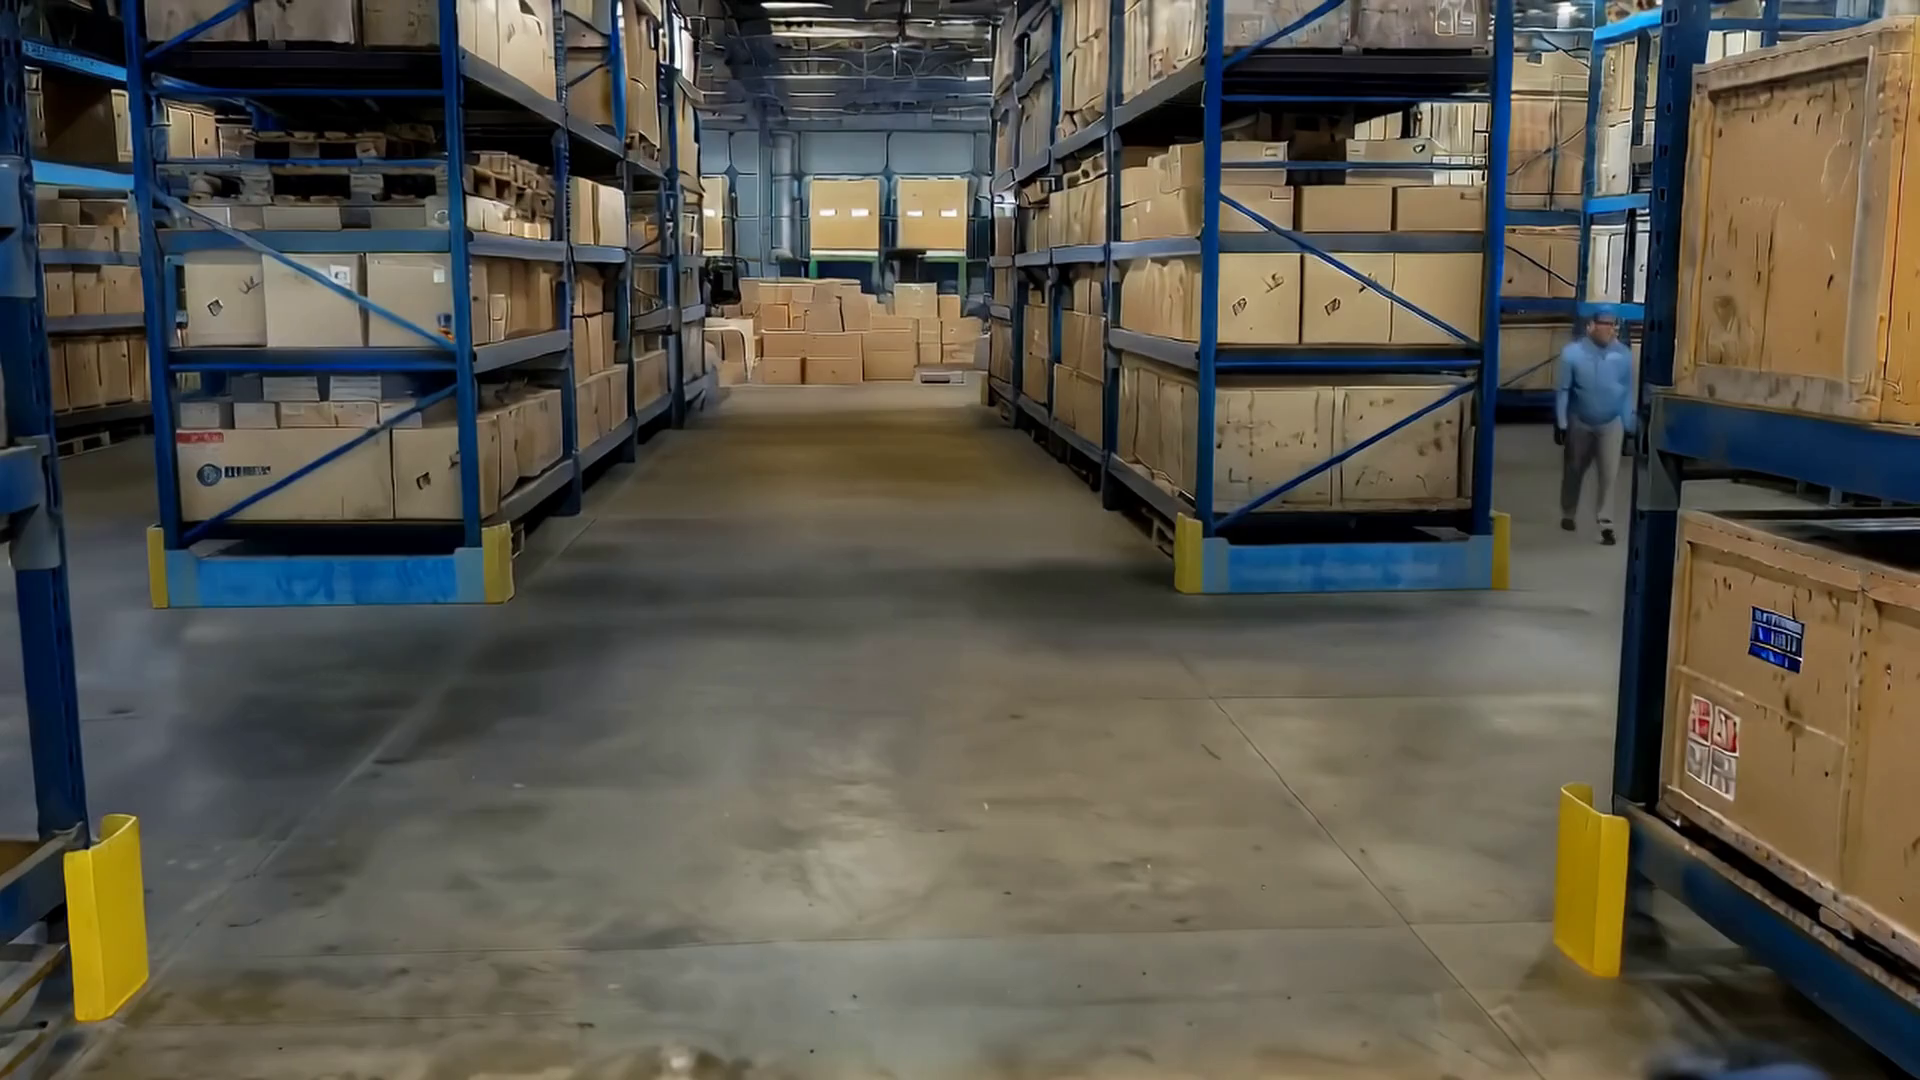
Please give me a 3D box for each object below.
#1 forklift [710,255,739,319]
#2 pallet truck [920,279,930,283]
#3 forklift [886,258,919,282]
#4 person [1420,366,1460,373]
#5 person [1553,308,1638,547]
[{"bbox_3d":[-8.368,-8.713,59.038,1.129,2.768,1.873,-1,9,-4],"label":"forklift"},{"bbox_3d":[-0.932,-8.922,63.114,1.885,1.965,0.823,2,9,13],"label":"pallet truck"},{"bbox_3d":[-1.544,-6.484,45.045,1.129,2.768,1.873,-1,9,-4],"label":"forklift"},{"bbox_3d":[4.284,-1.113,15.021,0.317,1.695,0.540,-7,11,-37],"label":"person"},{"bbox_3d":[5.077,-0.929,13.360,0.641,1.864,0.973,2,9,13],"label":"person"}]
